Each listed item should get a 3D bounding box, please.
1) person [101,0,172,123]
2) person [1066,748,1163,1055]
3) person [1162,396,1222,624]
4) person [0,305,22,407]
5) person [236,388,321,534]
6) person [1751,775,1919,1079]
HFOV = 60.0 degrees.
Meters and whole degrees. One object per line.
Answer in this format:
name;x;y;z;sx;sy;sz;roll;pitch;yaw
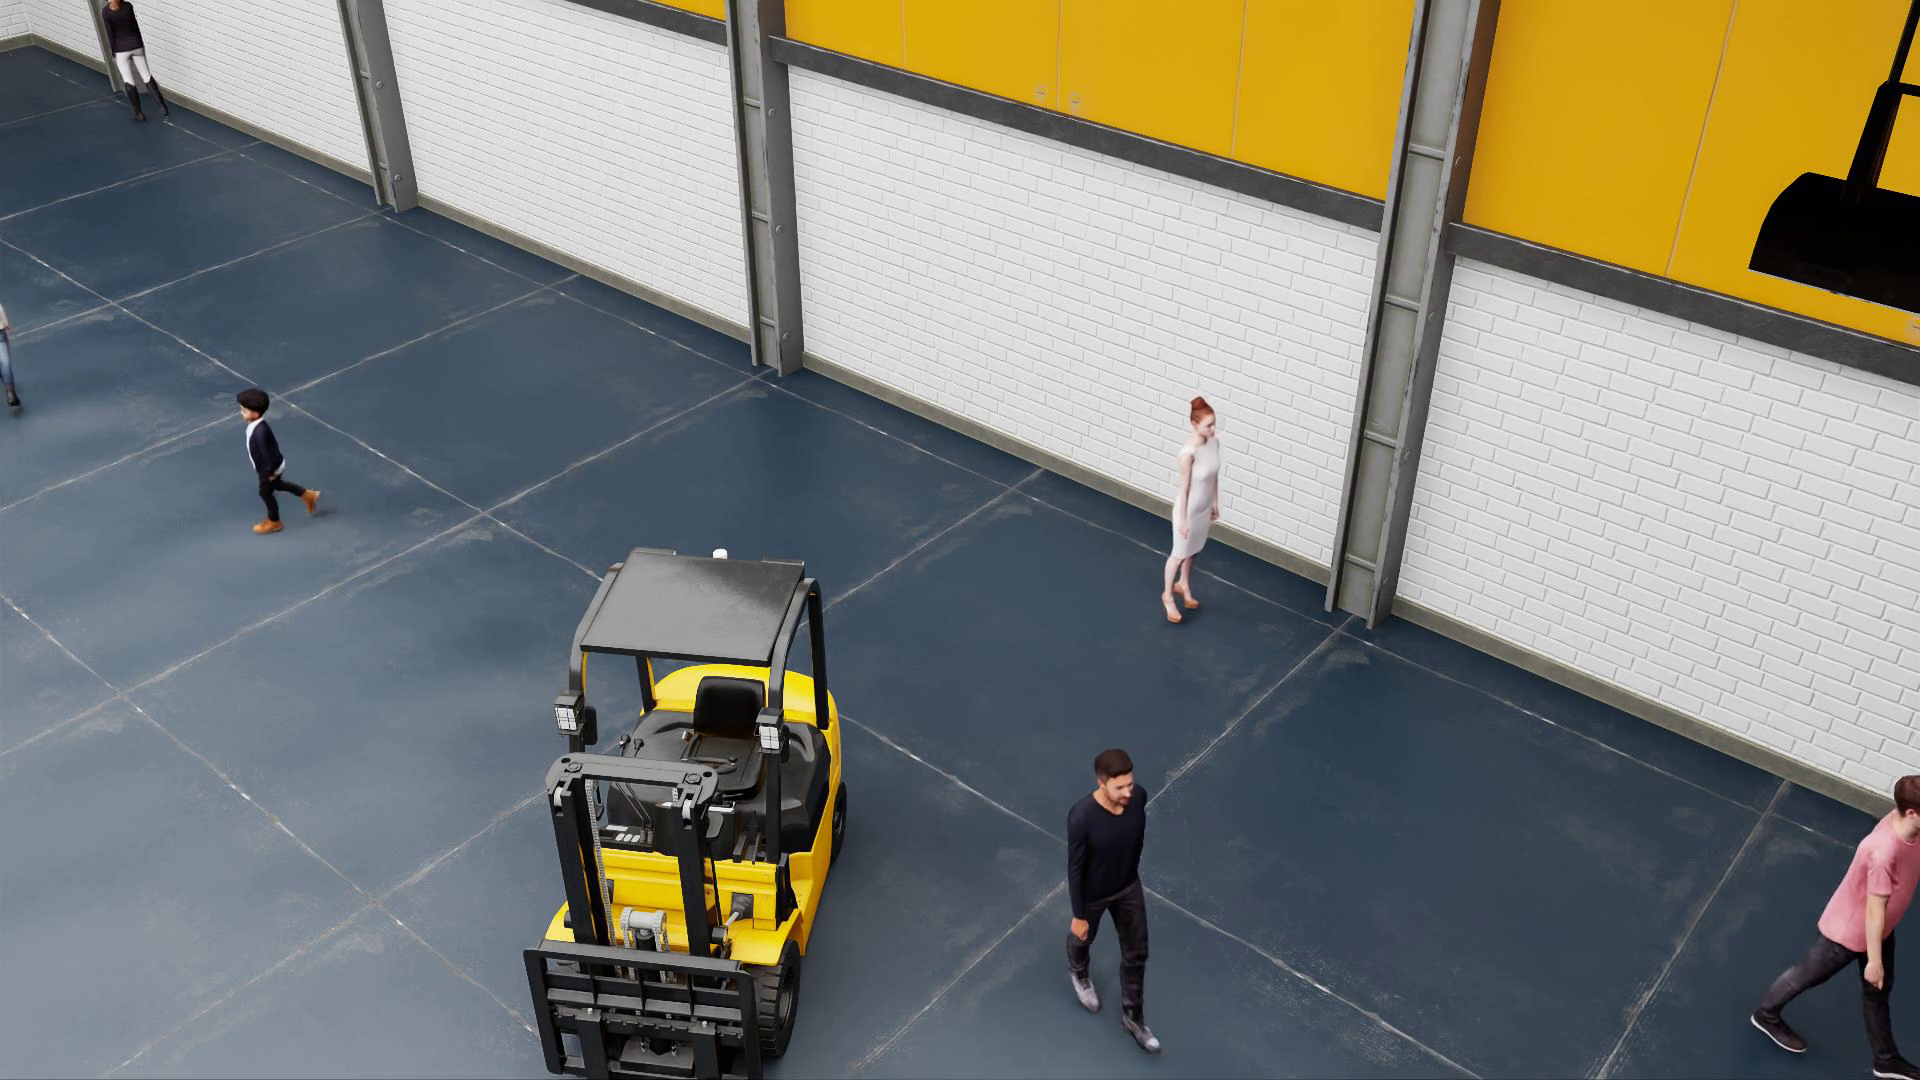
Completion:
person;-10.162;-5.983;20.390;0.741;1.725;0.597;29;43;36
person;0.698;1.752;8.646;0.874;1.843;1.054;-16;37;-22
person;1.625;-0.204;11.639;0.506;1.788;0.558;26;42;34
person;-8.412;-1.758;14.428;0.724;1.289;0.988;-15;36;-21
person;-5.283;-0.630;12.800;0.768;1.212;0.783;-13;36;-18
person;4.416;1.888;8.370;1.118;1.924;0.727;28;43;36
